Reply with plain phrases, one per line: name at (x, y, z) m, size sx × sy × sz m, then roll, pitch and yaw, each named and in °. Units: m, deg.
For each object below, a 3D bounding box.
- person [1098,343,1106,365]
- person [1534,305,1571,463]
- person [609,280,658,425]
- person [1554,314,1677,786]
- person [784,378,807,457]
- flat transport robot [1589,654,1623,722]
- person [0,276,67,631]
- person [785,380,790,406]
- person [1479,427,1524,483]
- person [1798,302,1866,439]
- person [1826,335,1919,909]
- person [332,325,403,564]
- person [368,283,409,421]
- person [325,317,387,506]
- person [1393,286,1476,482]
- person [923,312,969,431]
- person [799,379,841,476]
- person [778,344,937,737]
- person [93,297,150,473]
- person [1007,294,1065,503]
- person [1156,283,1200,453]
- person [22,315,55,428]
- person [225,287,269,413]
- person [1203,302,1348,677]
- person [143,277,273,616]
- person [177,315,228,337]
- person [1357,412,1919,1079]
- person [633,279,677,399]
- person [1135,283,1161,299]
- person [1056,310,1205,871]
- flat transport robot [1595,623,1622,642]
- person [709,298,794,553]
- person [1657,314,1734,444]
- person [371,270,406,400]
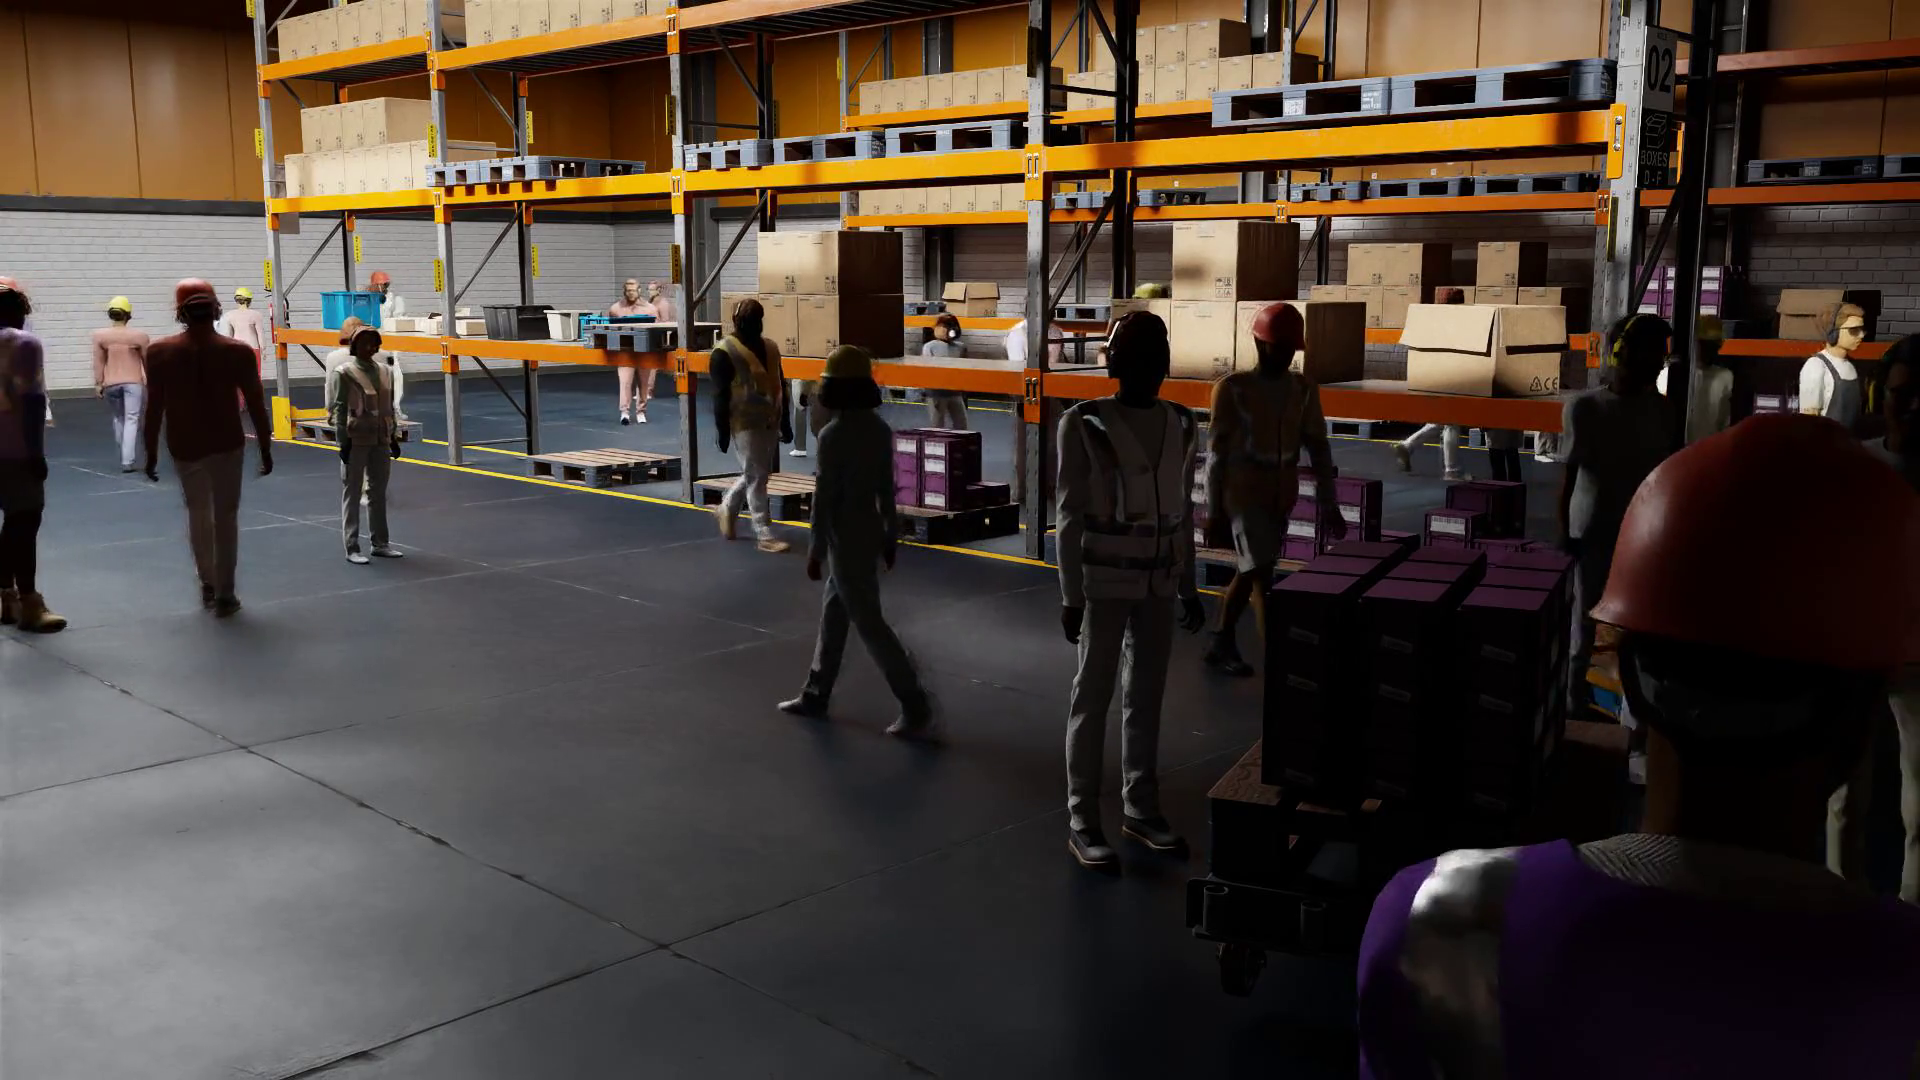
person at (1.428, -1.202, 14.808) m, size 0.523 × 1.639 × 0.306 m, roll -8°, pitch 12°, yaw -40°
person at (6.220, -1.632, 17.431) m, size 0.516 × 1.645 × 0.308 m, roll -9°, pitch 13°, yaw -44°
person at (-4.218, -2.423, 21.605) m, size 0.650 × 1.870 × 0.850 m, roll -2°, pitch 10°, yaw -13°
person at (2.545, 0.052, 6.493) m, size 0.589 × 1.846 × 0.613 m, roll -1°, pitch 9°, yaw -6°
person at (-1.655, -1.850, 17.913) m, size 0.593 × 1.922 × 0.377 m, roll -4°, pitch 10°, yaw -24°
flat transport robot at (3.182, 0.708, 7.280) m, size 0.652 × 0.197 × 1.431 m, roll -2°, pitch 9°, yaw -9°
person at (-5.303, -0.493, 9.436) m, size 0.782 × 1.996 × 0.402 m, roll 6°, pitch 11°, yaw 33°
person at (-2.410, -2.428, 21.413) m, size 0.359 × 1.939 × 0.542 m, roll 8°, pitch 13°, yaw 42°
person at (4.386, -1.006, 13.435) m, size 0.535 × 1.697 × 0.318 m, roll -8°, pitch 12°, yaw -41°
person at (4.982, -0.456, 9.643) m, size 0.504 × 1.834 × 0.469 m, roll -6°, pitch 11°, yaw -33°
person at (2.551, 0.364, 4.582) m, size 0.504 × 1.848 × 0.676 m, roll 5°, pitch 10°, yaw 27°
person at (-4.095, -0.661, 11.503) m, size 0.315 × 1.636 × 0.515 m, roll 5°, pitch 11°, yaw 29°
person at (-7.589, -2.463, 21.960) m, size 0.653 × 1.825 × 0.634 m, roll 6°, pitch 11°, yaw 32°
person at (-5.206, -1.117, 14.363) m, size 0.530 × 1.598 × 0.784 m, roll -5°, pitch 11°, yaw -29°
person at (4.586, -1.502, 15.966) m, size 0.769 × 1.863 × 0.576 m, roll 5°, pitch 11°, yaw 30°
person at (-0.098, -1.301, 15.486) m, size 0.507 × 1.622 × 0.379 m, roll -6°, pitch 11°, yaw -30°
person at (-1.200, -1.442, 15.758) m, size 0.607 × 1.814 × 0.684 m, roll -8°, pitch 12°, yaw -42°
person at (-0.447, -0.003, 7.263) m, size 0.876 × 1.701 × 0.497 m, roll 5°, pitch 11°, yaw 28°
person at (-8.353, -1.559, 16.698) m, size 0.525 × 1.737 × 0.785 m, roll -1°, pitch 9°, yaw -8°
person at (0.687, -1.207, 14.300) m, size 0.636 × 1.826 × 0.508 m, roll -7°, pitch 11°, yaw -35°
person at (2.021, -1.635, 16.730) m, size 1.058 × 1.874 × 0.646 m, roll 6°, pitch 11°, yaw 32°
person at (-12.041, -2.335, 21.024) m, size 1.040 × 1.882 × 0.628 m, roll -3°, pitch 10°, yaw -15°
person at (-10.043, -2.669, 23.418) m, size 0.533 × 1.766 × 0.311 m, roll -1°, pitch 9°, yaw -7°
person at (1.448, -0.184, 7.902) m, size 0.577 × 1.875 × 1.033 m, roll -4°, pitch 10°, yaw -22°
person at (-4.434, -0.564, 9.879) m, size 0.676 × 1.963 × 0.749 m, roll -2°, pitch 9°, yaw -13°
person at (-9.584, -2.297, 21.081) m, size 0.590 × 1.781 × 0.930 m, roll -4°, pitch 10°, yaw -22°
person at (0.556, 0.862, 1.326) m, size 0.545 × 1.921 × 0.494 m, roll 5°, pitch 11°, yaw 29°
person at (-4.633, -3.119, 25.874) m, size 0.910 × 1.870 × 0.649 m, roll -4°, pitch 10°, yaw -23°
person at (1.654, -1.522, 15.995) m, size 0.625 × 1.890 × 0.626 m, roll -3°, pitch 10°, yaw -19°
person at (0.582, 0.168, 5.667) m, size 0.573 × 1.883 × 0.354 m, roll -5°, pitch 11°, yaw -30°
flat transport robot at (2.745, 0.552, 8.242) m, size 1.431 × 0.197 × 0.652 m, roll -2°, pitch 9°, yaw -9°
person at (-1.541, -0.838, 12.033) m, size 0.841 × 1.820 × 0.621 m, roll 6°, pitch 11°, yaw 35°
person at (4.617, -0.533, 10.418) m, size 0.537 × 1.736 × 0.786 m, roll -1°, pitch 9°, yaw -4°
person at (-8.687, -3.067, 25.122) m, size 0.616 × 2.012 × 0.519 m, roll 2°, pitch 9°, yaw 10°
